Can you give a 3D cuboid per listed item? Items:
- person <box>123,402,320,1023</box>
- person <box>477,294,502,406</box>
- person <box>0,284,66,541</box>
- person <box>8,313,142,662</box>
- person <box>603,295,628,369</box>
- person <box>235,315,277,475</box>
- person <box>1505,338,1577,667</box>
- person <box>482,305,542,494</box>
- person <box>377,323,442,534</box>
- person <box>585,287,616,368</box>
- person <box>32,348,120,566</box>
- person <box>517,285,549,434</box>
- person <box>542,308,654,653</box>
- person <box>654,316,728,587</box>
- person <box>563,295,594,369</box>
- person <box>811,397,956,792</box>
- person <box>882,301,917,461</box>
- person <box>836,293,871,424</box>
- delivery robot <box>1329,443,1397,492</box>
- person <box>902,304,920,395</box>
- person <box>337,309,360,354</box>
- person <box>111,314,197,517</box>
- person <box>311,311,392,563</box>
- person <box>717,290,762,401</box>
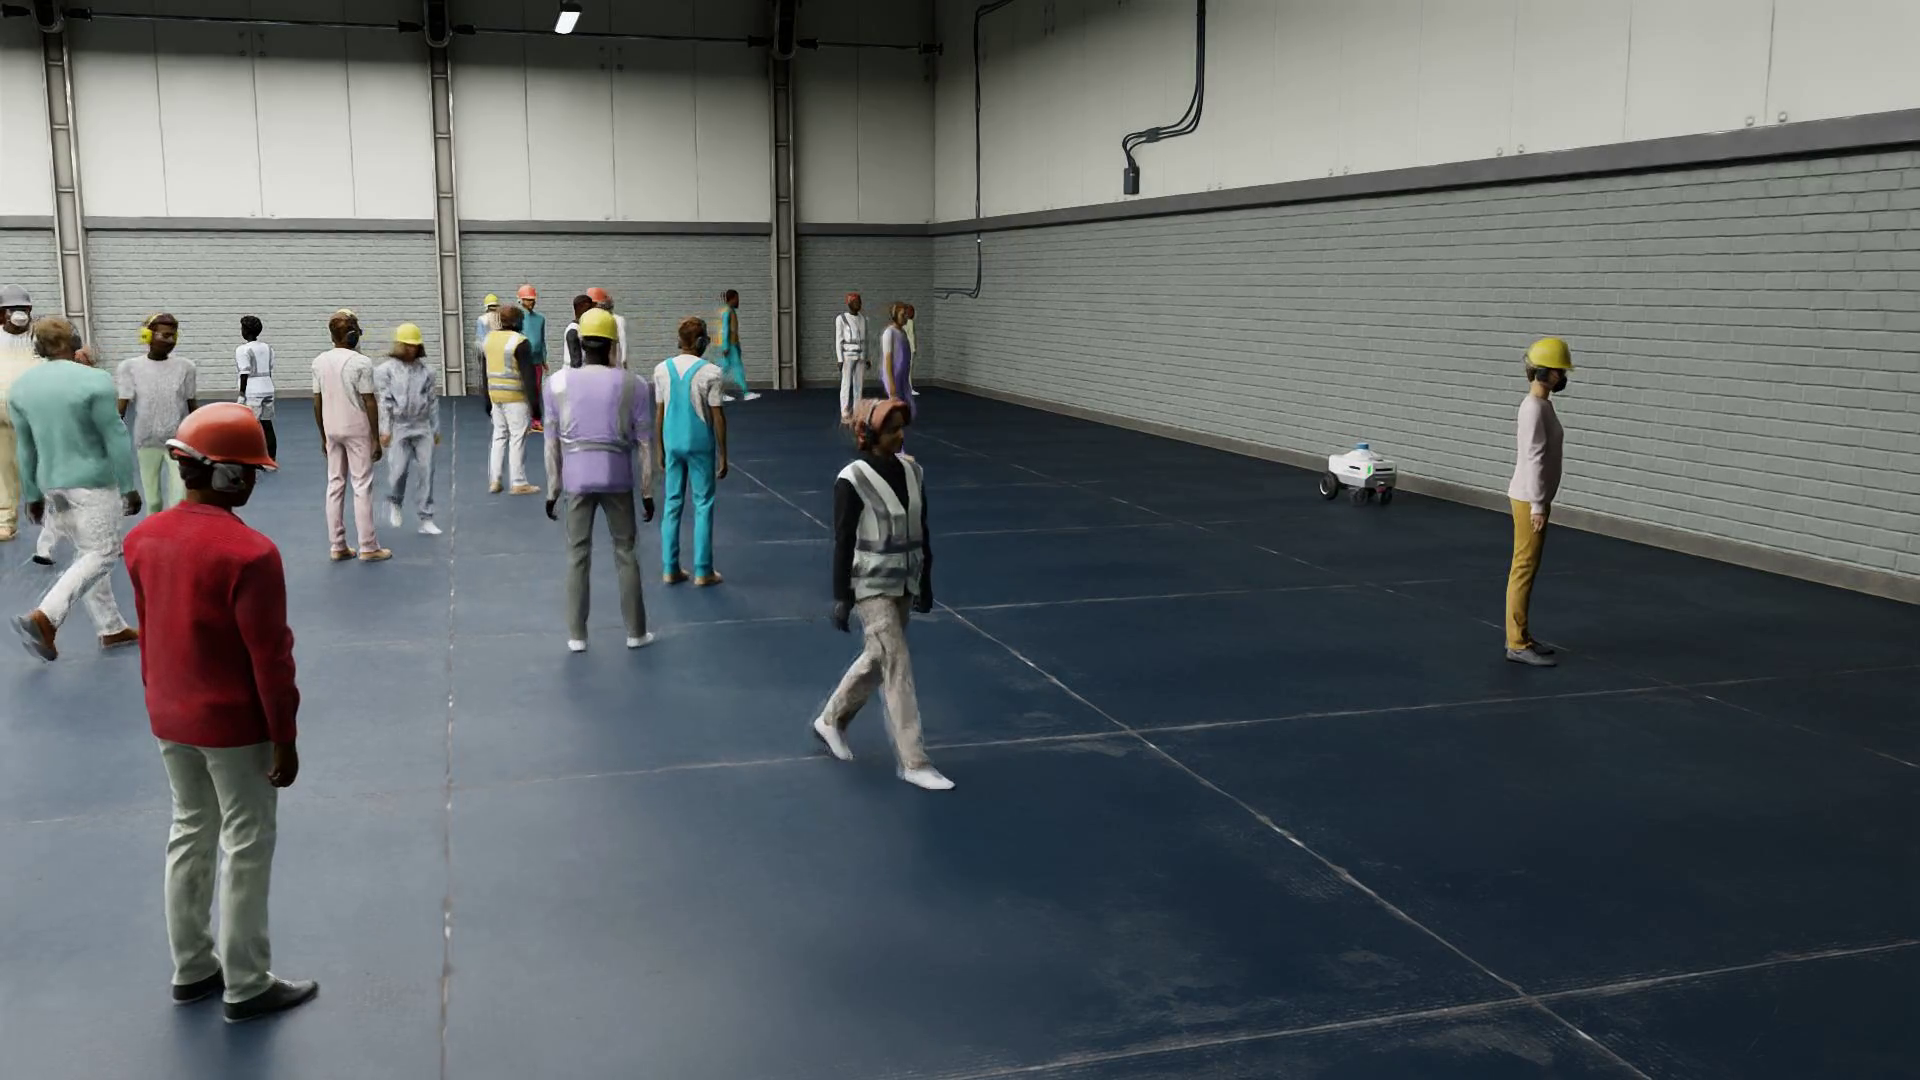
[{"bbox_3d":[-2.061,0.482,4.687,0.575,1.740,0.348,5,10,27],"label":"person"},{"bbox_3d":[-7.619,-3.090,27.178,0.588,1.835,0.403,-8,12,-42],"label":"person"},{"bbox_3d":[-7.462,-1.007,13.229,0.688,2.000,0.539,-3,9,-19],"label":"person"},{"bbox_3d":[-4.861,-0.275,9.064,0.659,1.901,0.831,3,9,16],"label":"person"},{"bbox_3d":[-5.247,-2.769,25.090,0.588,1.860,0.824,2,9,13],"label":"person"},{"bbox_3d":[-7.517,-1.544,17.749,0.318,1.697,0.536,2,9,12],"label":"person"},{"bbox_3d":[3.138,-0.208,9.022,0.316,1.765,0.523,3,9,19],"label":"person"},{"bbox_3d":[-4.345,-1.344,16.116,0.716,1.829,0.459,7,11,36],"label":"person"},{"bbox_3d":[-4.470,-0.903,13.547,0.507,1.728,0.425,-7,11,-38],"label":"person"},{"bbox_3d":[-4.616,-2.234,21.257,0.449,1.973,0.650,-4,10,-25],"label":"person"},{"bbox_3d":[-6.412,-0.600,12.055,0.527,1.594,0.766,2,9,12],"label":"person"},{"bbox_3d":[-5.813,-2.426,22.431,0.381,1.994,0.614,6,11,35],"label":"person"},{"bbox_3d":[-2.018,-0.332,9.318,0.597,1.920,0.392,-1,9,-7],"label":"person"},{"bbox_3d":[-1.817,-0.590,11.235,0.523,1.834,0.339,3,9,16],"label":"person"},{"bbox_3d":[-4.045,-1.647,17.720,0.394,1.915,0.587,0,9,-3],"label":"person"},{"bbox_3d":[-0.348,0.196,6.932,0.808,1.606,0.523,6,11,35],"label":"person"},{"bbox_3d":[-0.735,-1.799,18.945,0.471,1.829,0.513,4,10,25],"label":"person"},{"bbox_3d":[-1.531,-2.618,24.010,0.584,1.883,0.347,-8,12,-42],"label":"person"},{"bbox_3d":[3.739,-0.661,15.447,0.477,0.478,0.707,-3,9,-20],"label":"delivery robot"},{"bbox_3d":[-0.941,-3.427,29.967,0.289,1.633,0.497,-6,11,-34],"label":"person"},{"bbox_3d":[-6.936,-1.743,18.878,0.294,1.744,0.487,-2,9,-13],"label":"person"},{"bbox_3d":[-5.545,-0.626,11.447,0.620,1.841,0.544,-5,10,-29],"label":"person"},{"bbox_3d":[-4.474,-0.747,12.198,0.508,1.846,0.342,2,9,14],"label":"person"},{"bbox_3d":[-3.785,-3.315,28.427,0.883,1.885,0.620,0,9,-2],"label":"person"}]
